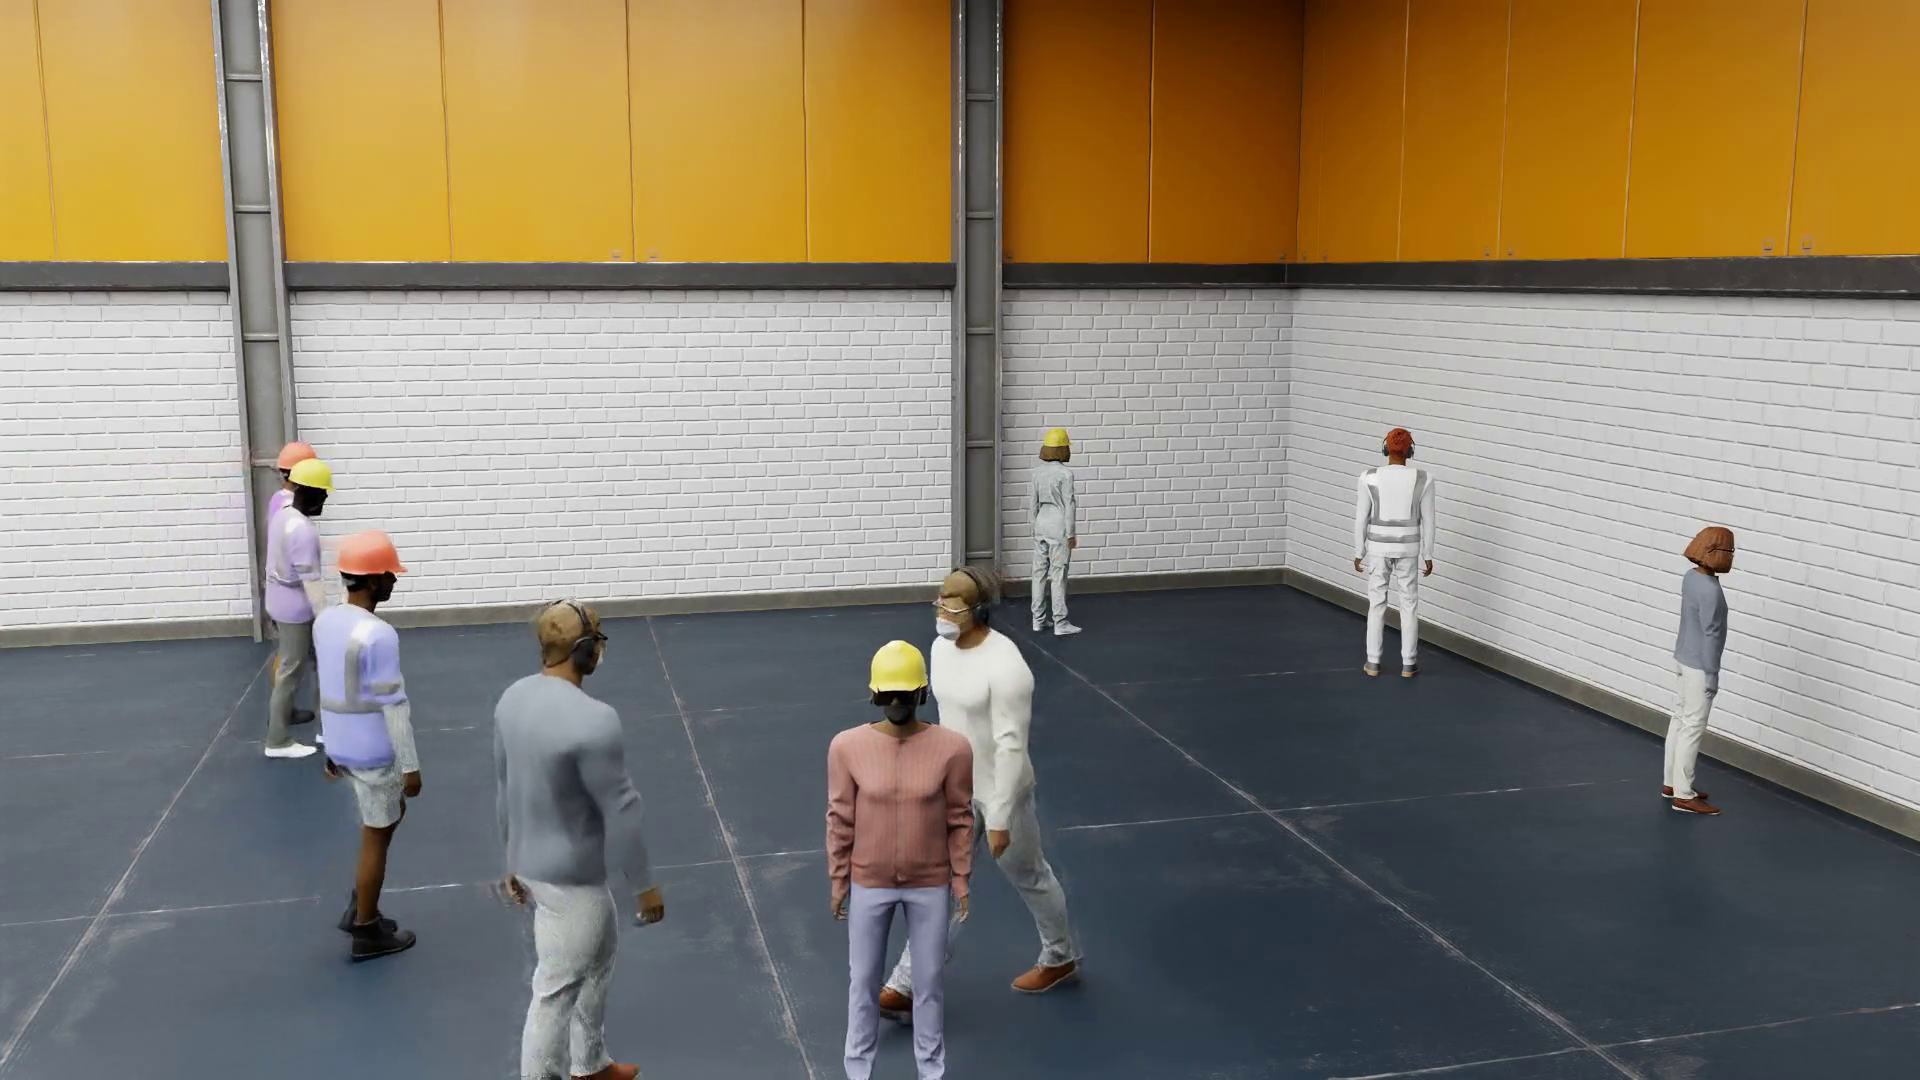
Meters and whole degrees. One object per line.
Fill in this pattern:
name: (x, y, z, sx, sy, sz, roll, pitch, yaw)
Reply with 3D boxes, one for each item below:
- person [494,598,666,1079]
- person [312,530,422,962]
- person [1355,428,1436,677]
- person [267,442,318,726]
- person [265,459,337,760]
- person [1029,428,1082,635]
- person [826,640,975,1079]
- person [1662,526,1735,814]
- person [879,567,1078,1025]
person: (-1.304, 1.152, 5.845, 0.725, 1.911, 0.646, -7, 12, -38)
person: (-2.583, 0.908, 7.351, 0.566, 1.916, 0.442, 8, 12, 43)
person: (3.272, 0.096, 12.533, 0.584, 1.882, 0.339, 2, 9, 14)
person: (-4.335, 0.291, 11.214, 0.822, 1.909, 0.582, -5, 11, -30)
person: (-4.035, 0.431, 10.403, 0.763, 1.887, 0.623, -5, 10, -29)
person: (0.801, -0.078, 14.055, 0.310, 1.744, 0.486, -8, 12, -41)
person: (-0.208, 1.217, 5.900, 0.526, 1.768, 0.331, 0, 9, -2)
person: (4.187, 0.725, 9.405, 0.270, 1.627, 0.497, 1, 9, 8)
person: (0.065, 1.026, 6.737, 1.082, 1.871, 0.642, -7, 11, -35)
